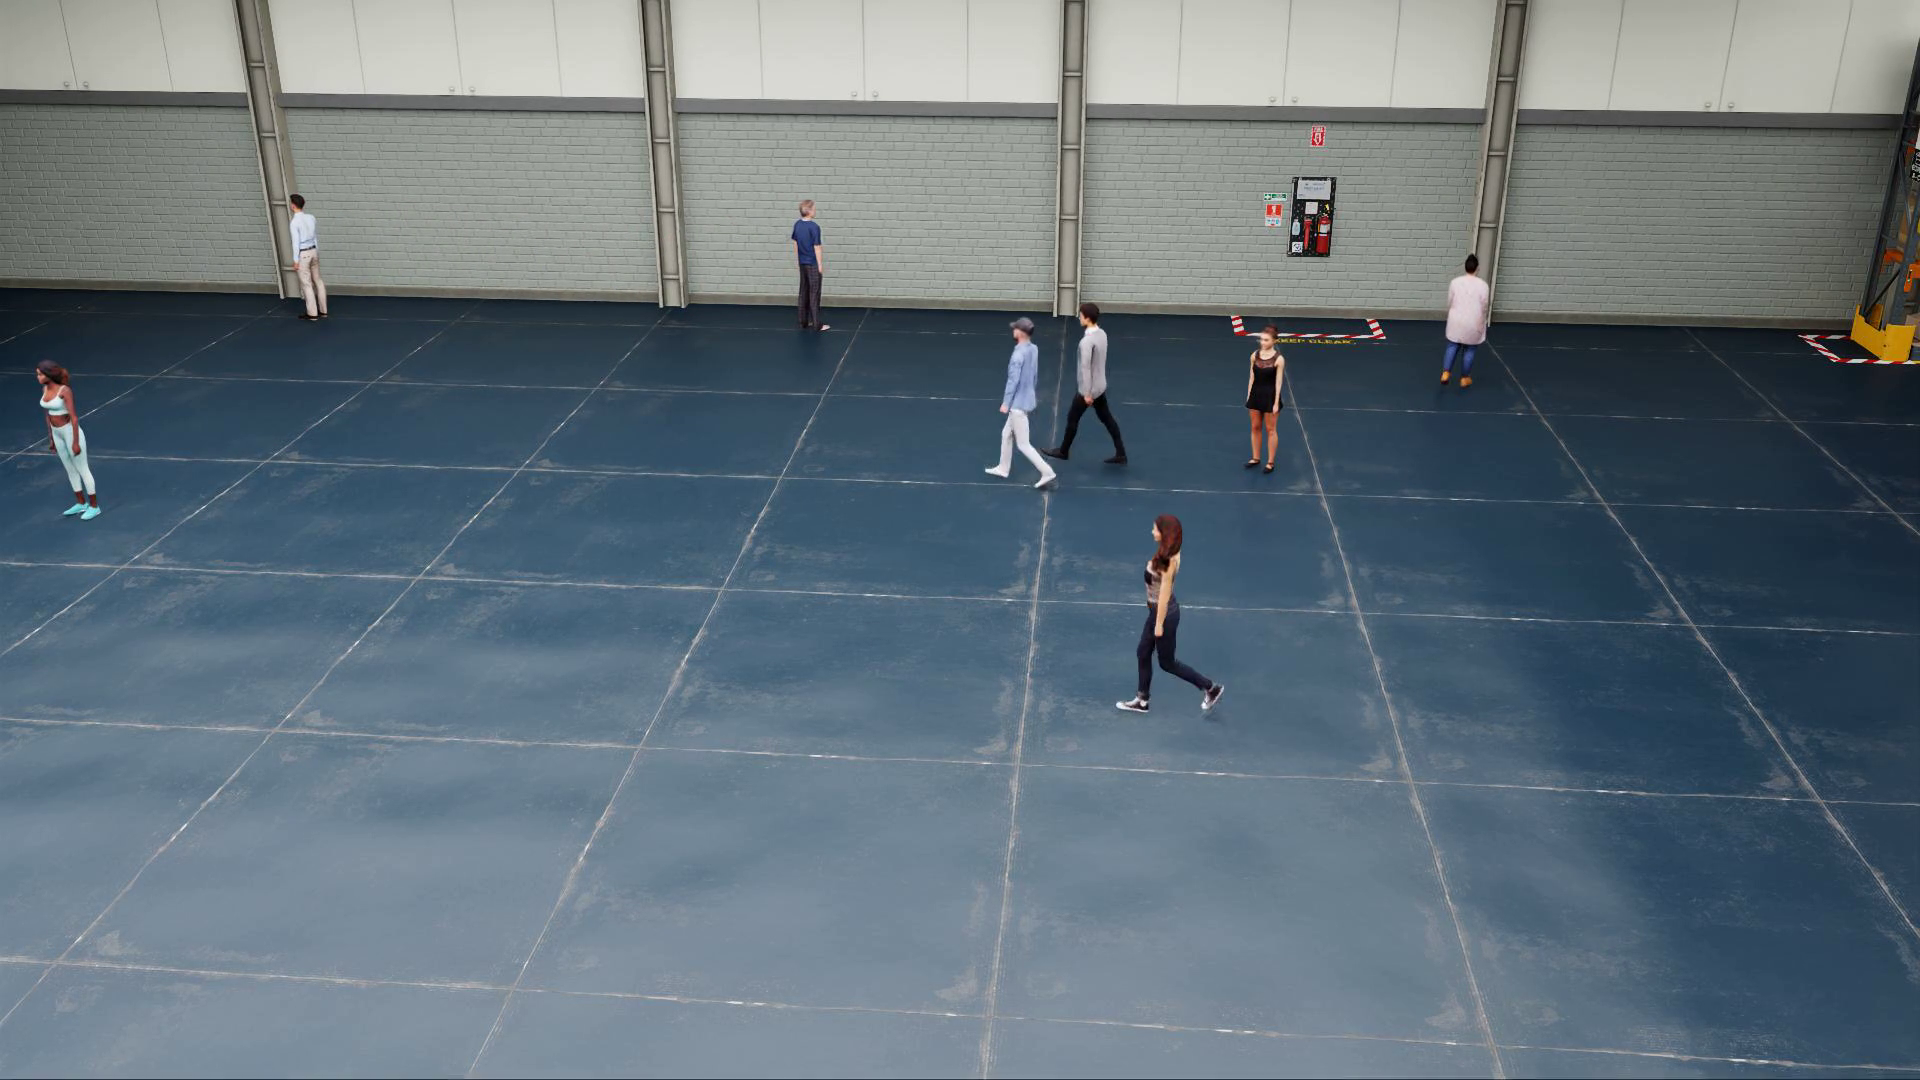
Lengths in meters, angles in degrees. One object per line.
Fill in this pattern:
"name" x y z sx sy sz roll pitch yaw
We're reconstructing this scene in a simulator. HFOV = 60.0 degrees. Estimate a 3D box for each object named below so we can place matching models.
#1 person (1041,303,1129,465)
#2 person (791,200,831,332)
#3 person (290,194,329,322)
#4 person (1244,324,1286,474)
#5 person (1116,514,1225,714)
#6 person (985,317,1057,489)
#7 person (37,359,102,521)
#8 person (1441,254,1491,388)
"person" 1.561 -1.674 18.540 1.392 1.870 1.108 12 26 27
"person" -2.162 -3.946 23.882 0.693 1.870 0.800 18 29 37
"person" -9.582 -4.146 24.381 0.711 1.848 0.719 10 25 22
"person" 3.418 -1.596 18.599 0.663 1.679 0.743 19 29 37
"person" 1.716 0.637 13.266 1.066 1.744 0.611 2 23 6
"person" 0.720 -1.476 18.069 1.190 1.874 0.862 9 25 20
"person" -9.263 -1.055 17.267 0.574 1.725 0.693 11 25 23
"person" 6.480 -2.808 21.373 0.825 1.740 0.899 15 27 31
